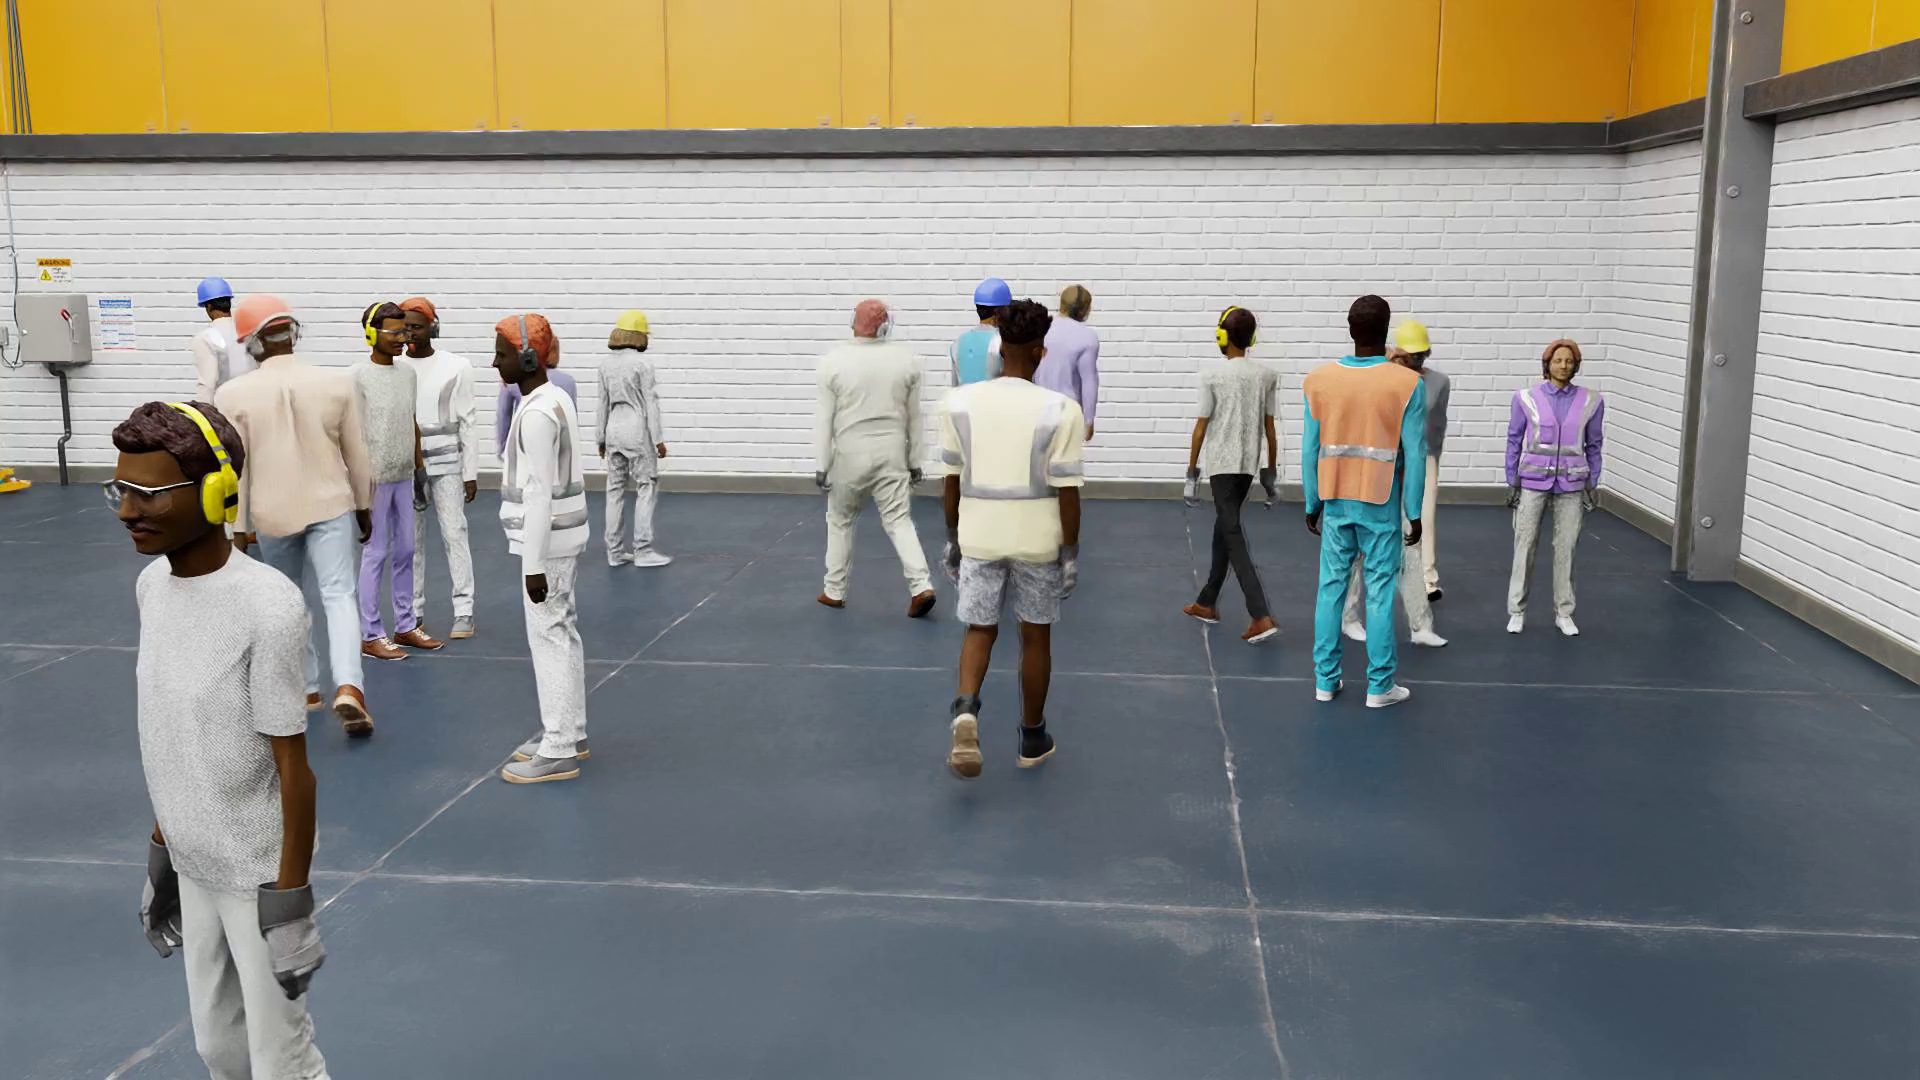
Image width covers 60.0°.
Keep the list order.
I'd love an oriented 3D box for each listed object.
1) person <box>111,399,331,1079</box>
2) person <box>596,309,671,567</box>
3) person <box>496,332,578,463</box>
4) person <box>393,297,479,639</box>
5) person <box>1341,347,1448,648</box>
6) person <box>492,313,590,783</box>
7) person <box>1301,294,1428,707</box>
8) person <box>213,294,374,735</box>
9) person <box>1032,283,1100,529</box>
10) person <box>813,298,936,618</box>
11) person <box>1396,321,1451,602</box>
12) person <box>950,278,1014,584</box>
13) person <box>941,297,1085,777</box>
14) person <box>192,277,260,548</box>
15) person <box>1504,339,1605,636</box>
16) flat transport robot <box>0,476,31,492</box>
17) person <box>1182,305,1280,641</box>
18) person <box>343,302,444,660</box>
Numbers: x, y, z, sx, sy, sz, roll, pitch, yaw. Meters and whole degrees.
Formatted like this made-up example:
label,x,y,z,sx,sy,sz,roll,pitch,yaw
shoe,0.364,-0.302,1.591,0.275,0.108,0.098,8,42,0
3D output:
label,x,y,z,sx,sy,sz,roll,pitch,yaw
person,-1.403,0.653,3.210,0.511,1.860,0.341,7,12,36
person,-2.196,-0.679,11.178,0.552,1.729,0.350,7,12,36
person,-2.814,-0.593,11.131,0.536,1.599,0.705,-4,11,-24
person,-2.910,-0.384,9.095,0.574,1.876,0.355,0,10,2
person,2.297,-0.206,8.807,0.520,1.605,0.791,-4,11,-21
person,-1.680,0.032,6.694,0.365,1.879,0.577,-1,10,-7
person,1.873,-0.175,7.757,0.591,1.922,0.391,6,12,32
person,-2.912,-0.110,7.356,0.651,1.941,0.972,-5,11,-25
person,0.680,-0.925,12.154,0.683,1.893,0.861,8,12,37
person,-0.516,-0.472,9.668,0.672,1.862,0.904,-4,11,-23
person,2.712,-0.479,10.112,0.532,1.696,0.972,-1,10,-3
person,0.193,-0.687,10.614,0.387,1.948,0.602,-9,13,-42
person,0.186,0.007,6.654,0.625,1.943,0.732,3,10,16
person,-5.109,-0.862,11.644,0.402,1.938,0.602,4,11,21
person,3.280,-0.287,9.205,0.522,1.640,0.313,2,10,10
flat transport robot,-8.826,-0.475,14.194,0.652,0.197,1.431,6,12,30
person,1.509,-0.377,9.199,0.536,1.832,0.951,-5,11,-26
person,-2.978,-0.306,8.689,0.326,1.862,0.508,5,11,25
